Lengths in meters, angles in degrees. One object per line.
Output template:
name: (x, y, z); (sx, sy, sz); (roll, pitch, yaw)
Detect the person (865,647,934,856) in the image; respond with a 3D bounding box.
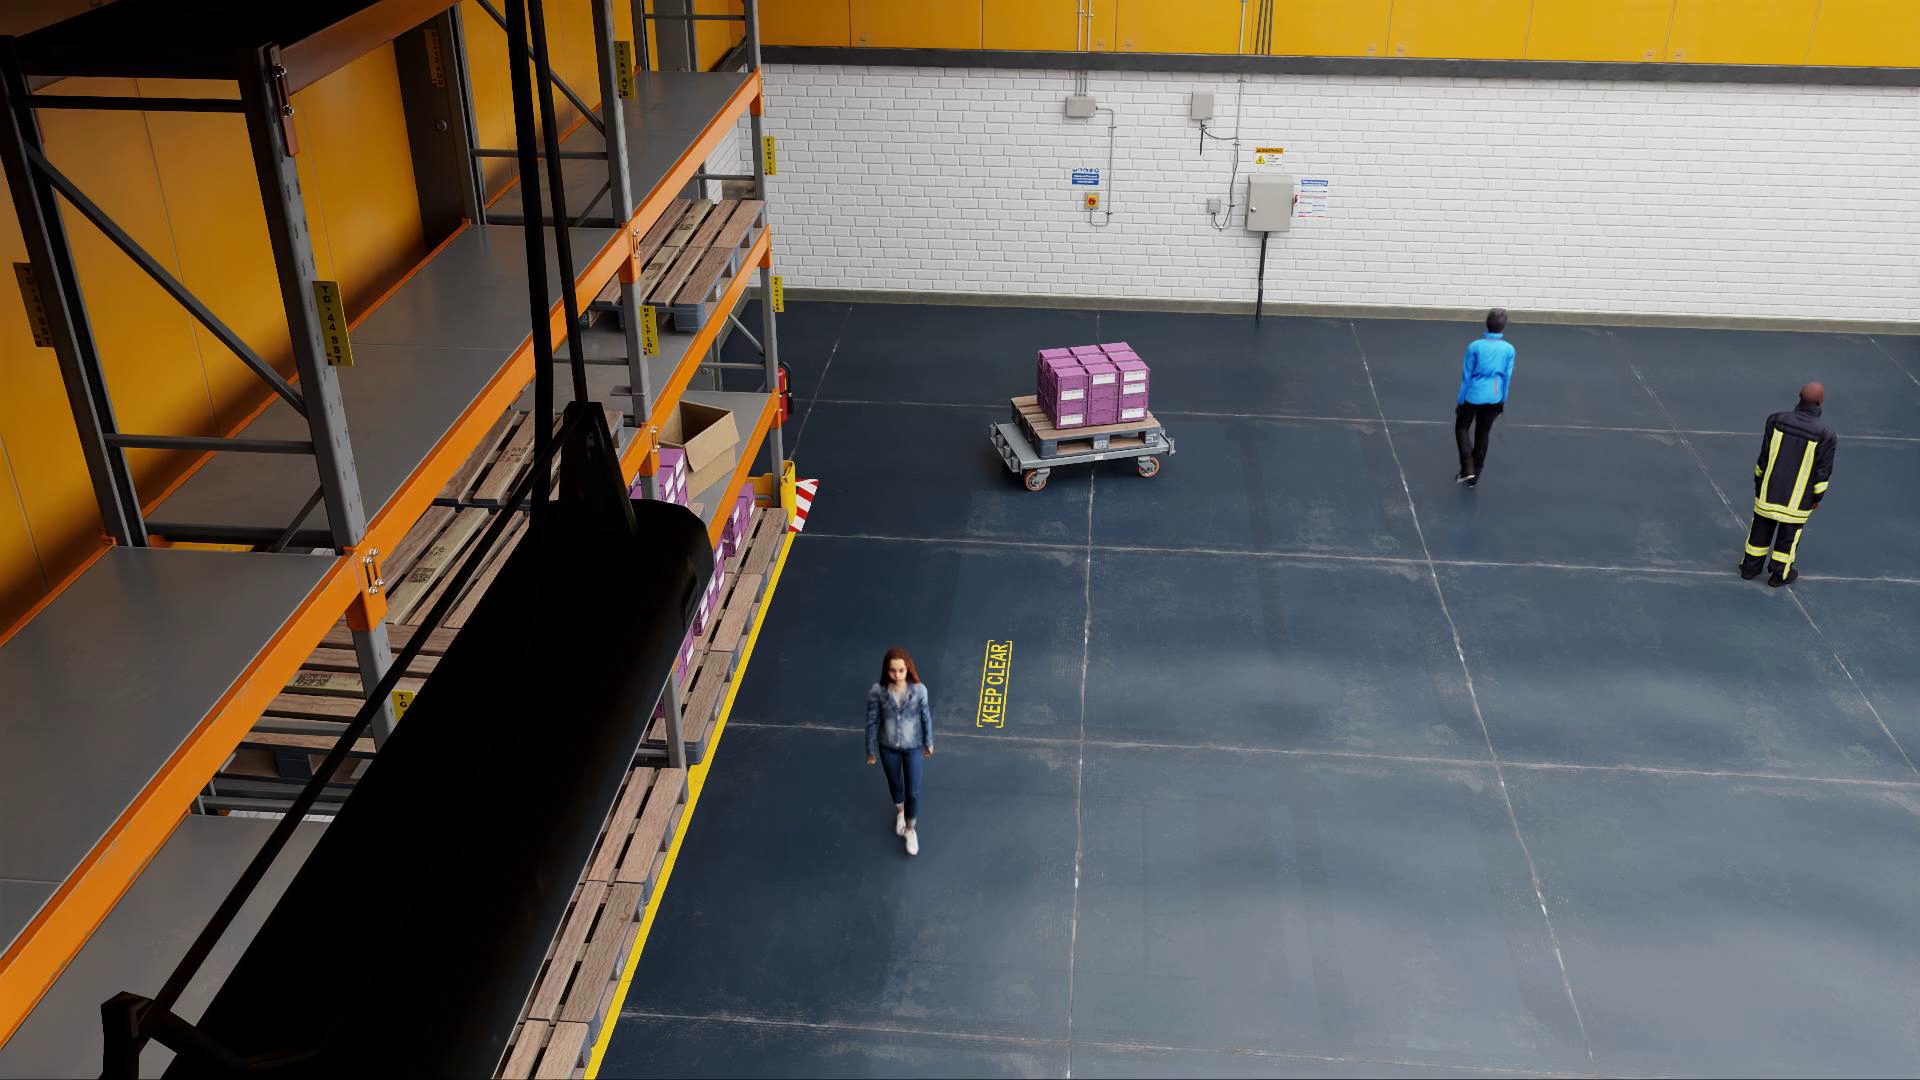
person: (-0.394, 1.319, 11.082); (0.611, 1.465, 0.694); (1, 29, 1)

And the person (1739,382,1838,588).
person: (6.986, -0.485, 14.018); (0.864, 1.821, 0.903); (25, 37, 38)

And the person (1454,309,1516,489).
person: (4.876, -1.272, 15.502); (0.628, 1.782, 0.687); (1, 29, 3)
